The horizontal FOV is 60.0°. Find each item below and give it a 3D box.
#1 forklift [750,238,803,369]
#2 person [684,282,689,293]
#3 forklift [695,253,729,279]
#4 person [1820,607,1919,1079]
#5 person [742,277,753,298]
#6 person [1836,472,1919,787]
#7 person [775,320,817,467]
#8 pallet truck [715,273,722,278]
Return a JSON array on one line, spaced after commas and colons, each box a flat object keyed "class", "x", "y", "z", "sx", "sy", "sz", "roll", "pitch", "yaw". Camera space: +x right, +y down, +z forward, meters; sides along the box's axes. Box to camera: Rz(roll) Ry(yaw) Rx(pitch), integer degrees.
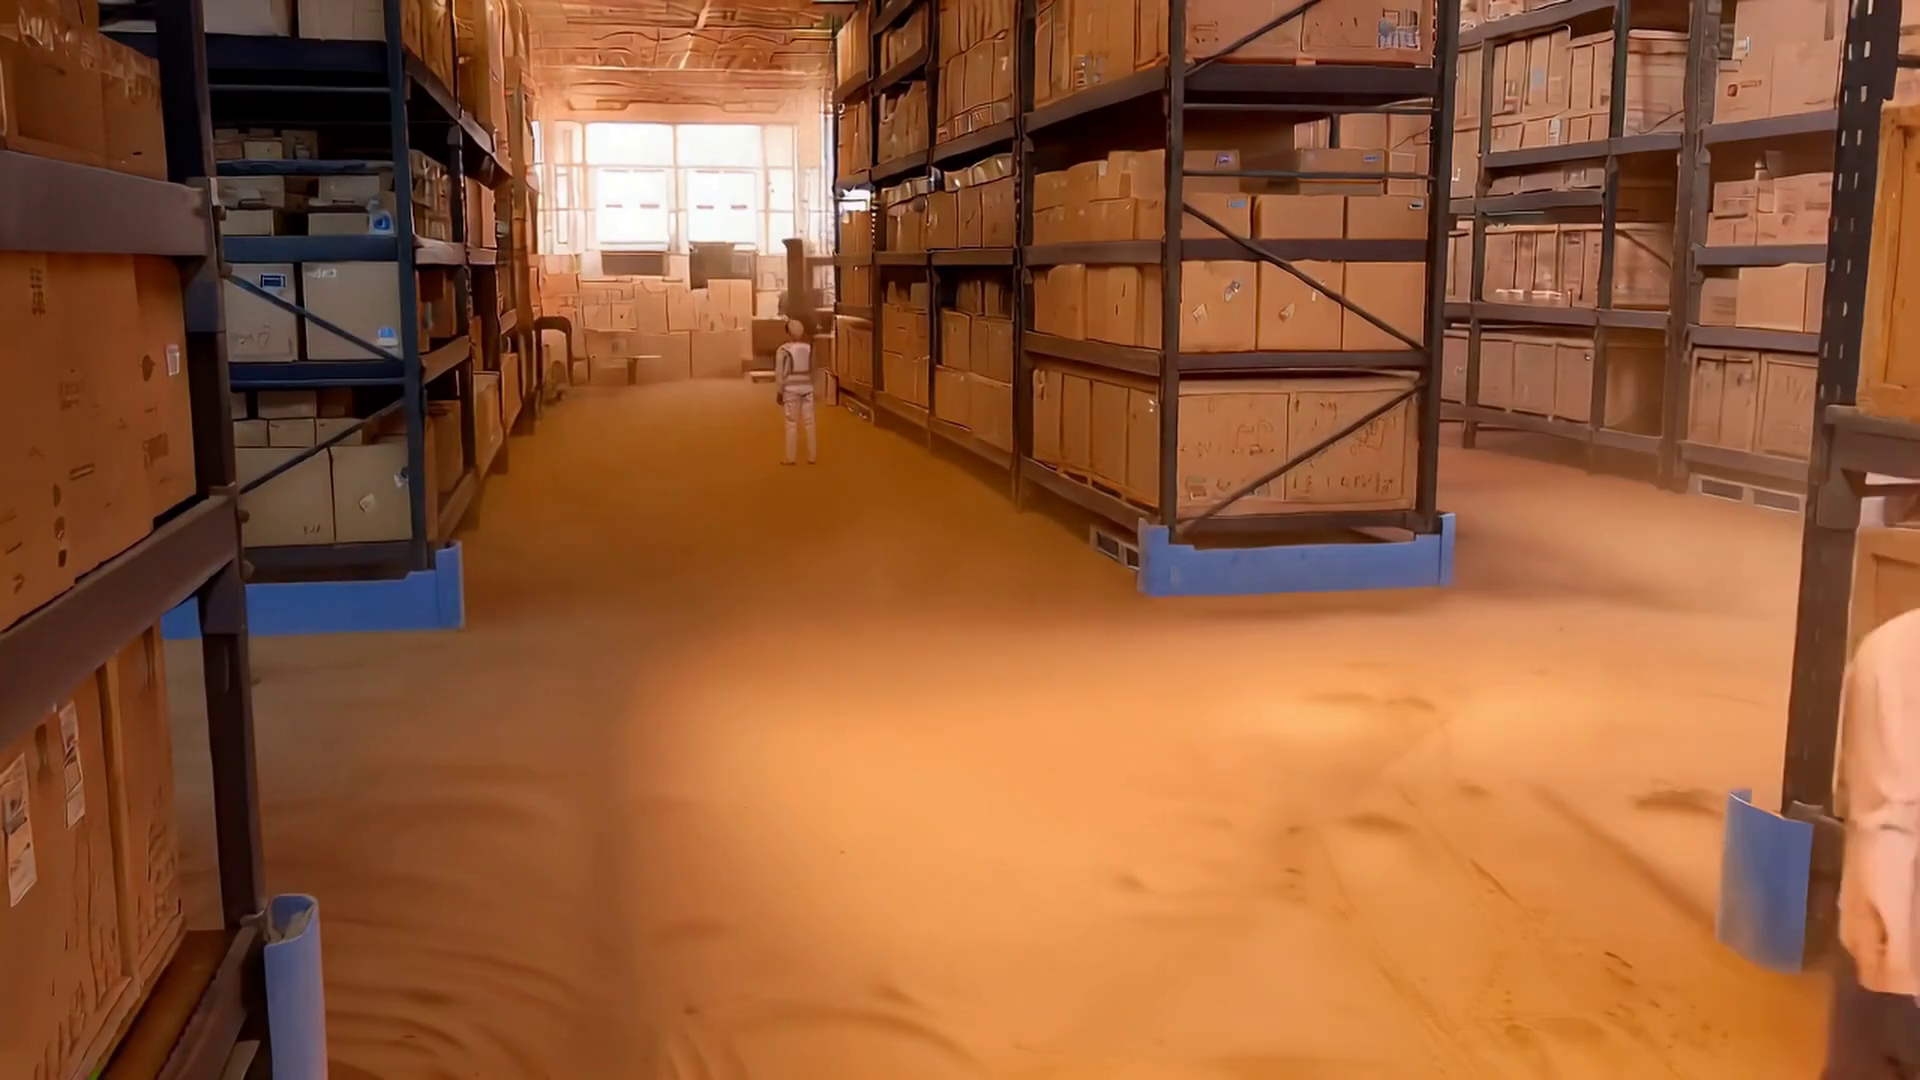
[{"class": "forklift", "x": -3.590, "y": -5.114, "z": 35.993, "sx": 1.873, "sy": 2.768, "sz": 1.129, "roll": -1, "pitch": 9, "yaw": -3}, {"class": "person", "x": -10.848, "y": -9.413, "z": 66.019, "sx": 0.450, "sy": 1.621, "sz": 0.551, "roll": -3, "pitch": 10, "yaw": -17}, {"class": "forklift", "x": -6.529, "y": -6.416, "z": 43.934, "sx": 1.129, "sy": 2.768, "sz": 1.873, "roll": -2, "pitch": 10, "yaw": -12}, {"class": "person", "x": 1.834, "y": 0.739, "z": 3.155, "sx": 0.620, "sy": 1.958, "sz": 0.981, "roll": -3, "pitch": 10, "yaw": -16}, {"class": "person", "x": -7.389, "y": -8.113, "z": 57.343, "sx": 0.617, "sy": 1.868, "sz": 0.410, "roll": 3, "pitch": 10, "yaw": 17}, {"class": "person", "x": 3.640, "y": 0.261, "z": 6.400, "sx": 0.530, "sy": 1.831, "sz": 0.595, "roll": -1, "pitch": 9, "yaw": -5}, {"class": "person", "x": -1.827, "y": -1.637, "z": 18.614, "sx": 0.511, "sy": 1.630, "sz": 0.315, "roll": -7, "pitch": 12, "yaw": -38}, {"class": "pallet truck", "x": -8.580, "y": -8.986, "z": 62.280, "sx": 1.885, "sy": 1.965, "sz": 0.823, "roll": 1, "pitch": 9, "yaw": 5}]
